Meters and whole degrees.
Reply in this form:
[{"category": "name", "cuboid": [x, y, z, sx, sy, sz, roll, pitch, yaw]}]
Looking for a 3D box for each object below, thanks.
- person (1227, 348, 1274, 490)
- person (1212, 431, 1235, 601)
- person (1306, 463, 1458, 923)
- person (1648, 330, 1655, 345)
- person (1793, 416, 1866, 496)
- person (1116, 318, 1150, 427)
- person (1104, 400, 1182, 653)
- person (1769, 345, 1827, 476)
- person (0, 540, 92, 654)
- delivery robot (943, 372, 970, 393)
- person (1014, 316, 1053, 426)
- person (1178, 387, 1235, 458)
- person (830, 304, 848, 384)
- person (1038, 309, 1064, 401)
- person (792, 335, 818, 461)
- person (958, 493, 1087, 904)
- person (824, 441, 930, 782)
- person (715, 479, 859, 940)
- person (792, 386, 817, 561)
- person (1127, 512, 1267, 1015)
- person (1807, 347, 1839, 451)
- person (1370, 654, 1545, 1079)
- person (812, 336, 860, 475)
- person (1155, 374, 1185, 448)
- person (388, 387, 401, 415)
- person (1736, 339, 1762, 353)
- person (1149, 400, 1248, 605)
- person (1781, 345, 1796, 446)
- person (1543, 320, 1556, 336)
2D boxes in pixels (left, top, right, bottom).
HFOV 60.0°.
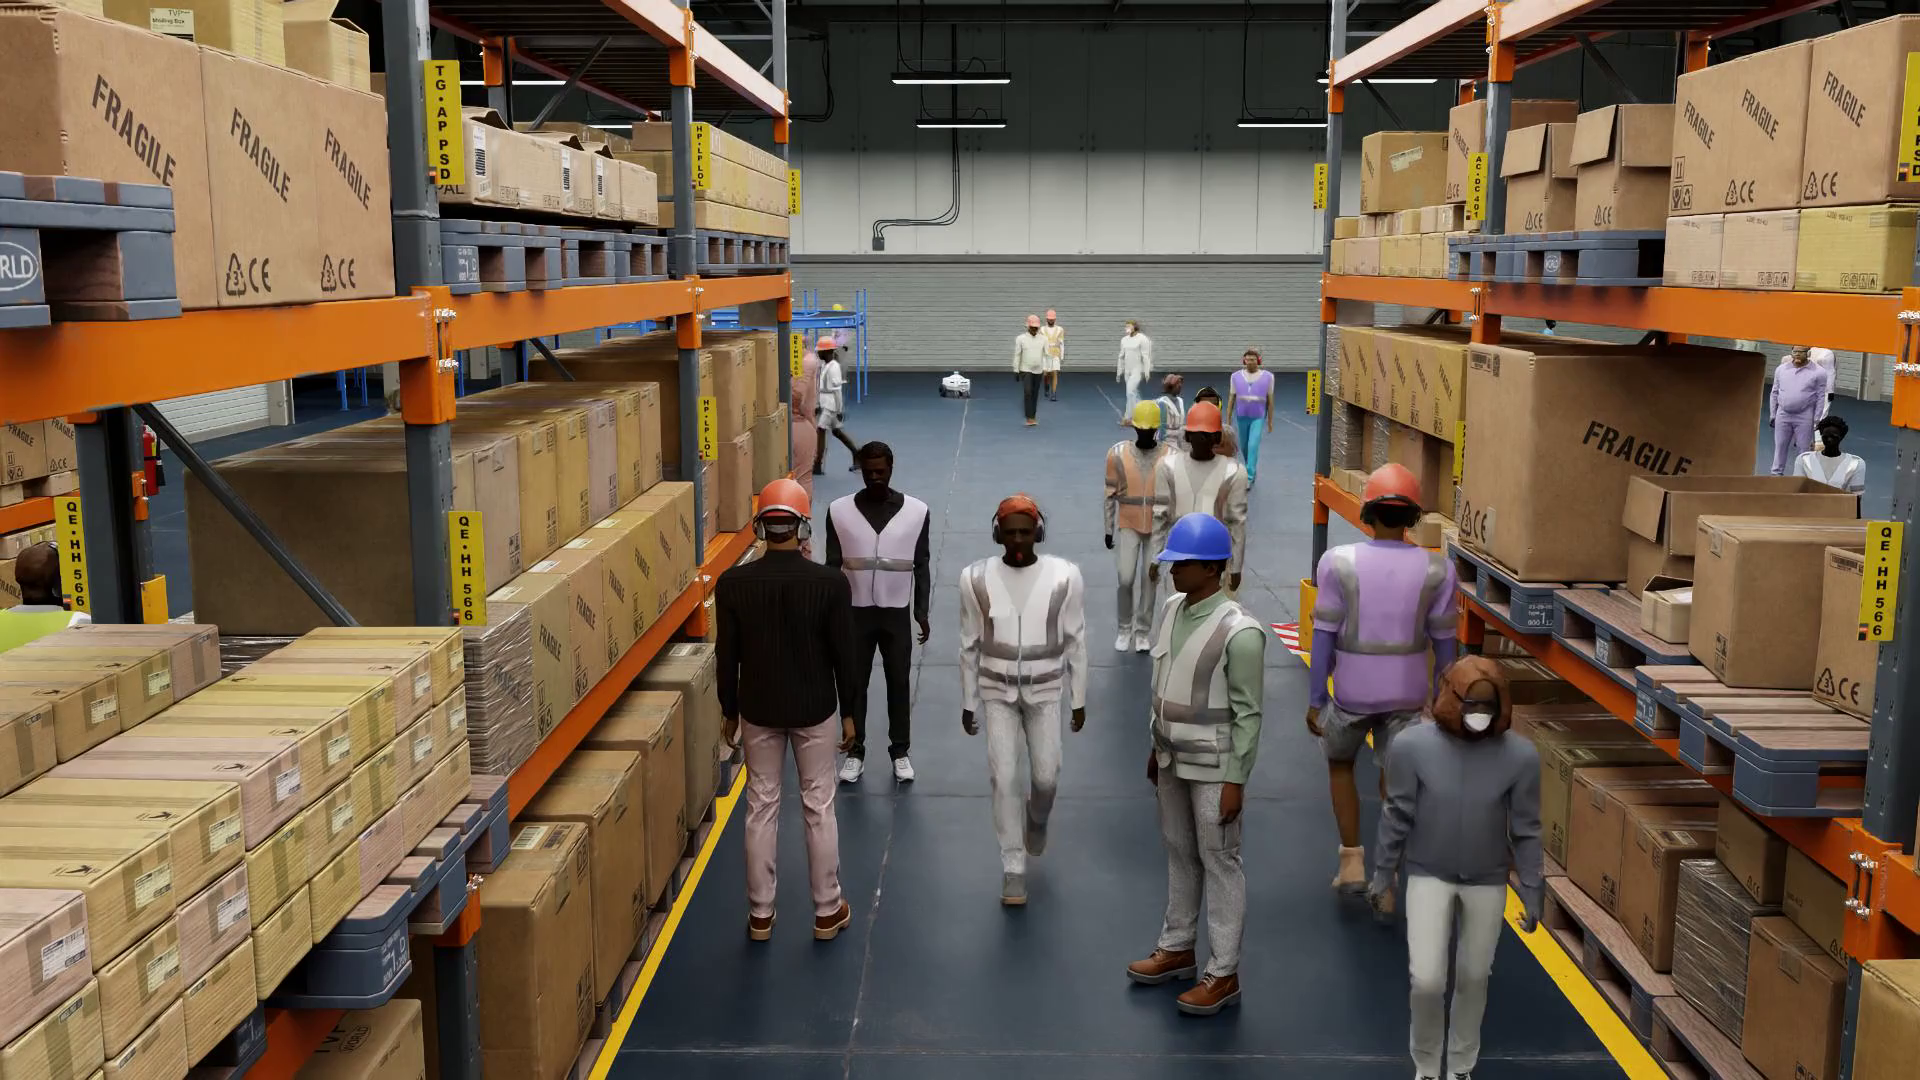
[{"category": "person", "cuboid": [3.777, -1.592, 21.588, 0.579, 1.810, 0.902, 4, 10, 22]}, {"category": "person", "cuboid": [1.987, -0.062, 12.967, 0.385, 1.613, 0.492, -4, 10, -23]}, {"category": "person", "cuboid": [1.862, 0.667, 7.391, 0.649, 2.021, 0.501, 1, 10, 5]}, {"category": "person", "cuboid": [13.506, -3.385, 32.470, 0.524, 1.760, 0.328, 0, 9, -2]}, {"category": "person", "cuboid": [6.867, -0.140, 13.216, 0.532, 1.696, 0.319, 5, 11, 27]}, {"category": "person", "cuboid": [2.962, -2.938, 29.322, 0.854, 1.910, 0.660, -7, 12, -36]}, {"category": "person", "cuboid": [1.363, -0.094, 12.332, 0.585, 1.902, 0.546, 1, 10, 4]}, {"category": "person", "cuboid": [10.664, -1.584, 21.236, 0.638, 1.910, 0.407, 8, 12, 39]}, {"category": "person", "cuboid": [-3.486, 0.913, 6.479, 0.633, 1.839, 0.429, 1, 10, 5]}, {"category": "delivery robot", "cuboid": [-0.082, -3.394, 35.967, 0.477, 0.478, 0.707, -5, 11, -28]}, {"category": "person", "cuboid": [1.324, -2.994, 29.526, 0.644, 1.947, 0.887, -2, 10, -15]}, {"category": "person", "cuboid": [2.069, -0.355, 13.981, 0.516, 1.872, 0.327, -2, 10, -10]}, {"category": "person", "cuboid": [-3.016, -4.705, 39.920, 0.778, 1.901, 0.613, 4, 10, 24]}, {"category": "person", "cuboid": [1.924, -3.904, 35.106, 0.551, 1.924, 0.534, 1, 10, 4]}, {"category": "person", "cuboid": [-2.327, -1.978, 23.663, 0.735, 1.878, 0.657, -4, 10, -22]}, {"category": "person", "cuboid": [0.287, 0.698, 7.675, 0.592, 1.868, 0.599, 1, 10, 5]}, {"category": "person", "cuboid": [-0.463, 0.397, 9.339, 0.596, 1.916, 0.382, -1, 9, -3]}, {"category": "person", "cuboid": [-0.734, 0.729, 7.138, 0.608, 1.987, 0.388, 0, 9, 2]}, {"category": "person", "cuboid": [-1.402, -0.312, 13.601, 0.410, 1.913, 0.642, 2, 10, 13]}, {"category": "person", "cuboid": [0.929, 0.855, 6.495, 0.389, 1.949, 0.604, -5, 11, -27]}, {"category": "person", "cuboid": [13.364, -2.318, 25.824, 0.430, 1.845, 0.619, -2, 10, -10]}, {"category": "person", "cuboid": [1.672, 1.172, 5.590, 0.553, 1.610, 0.497, 2, 10, 9]}, {"category": "person", "cuboid": [-1.727, -1.865, 22.948, 0.939, 1.906, 0.545, -2, 10, -12]}, {"category": "person", "cuboid": [2.403, -1.088, 19.107, 0.394, 1.630, 0.527, 8, 12, 38]}, {"category": "person", "cuboid": [-4.406, -0.295, 13.548, 0.376, 1.895, 0.684, -8, 12, -38]}, {"category": "person", "cuboid": [16.617, -3.733, 34.973, 0.511, 1.617, 0.537, -1, 10, -7]}, {"category": "person", "cuboid": [1.560, 0.090, 10.851, 0.631, 2.028, 0.634, 3, 10, 18]}, {"category": "person", "cuboid": [13.188, -2.343, 26.221, 0.522, 1.763, 0.320, 0, 9, 1]}, {"category": "person", "cuboid": [13.359, -4.241, 37.770, 0.317, 1.696, 0.540, 5, 11, 27]}]
